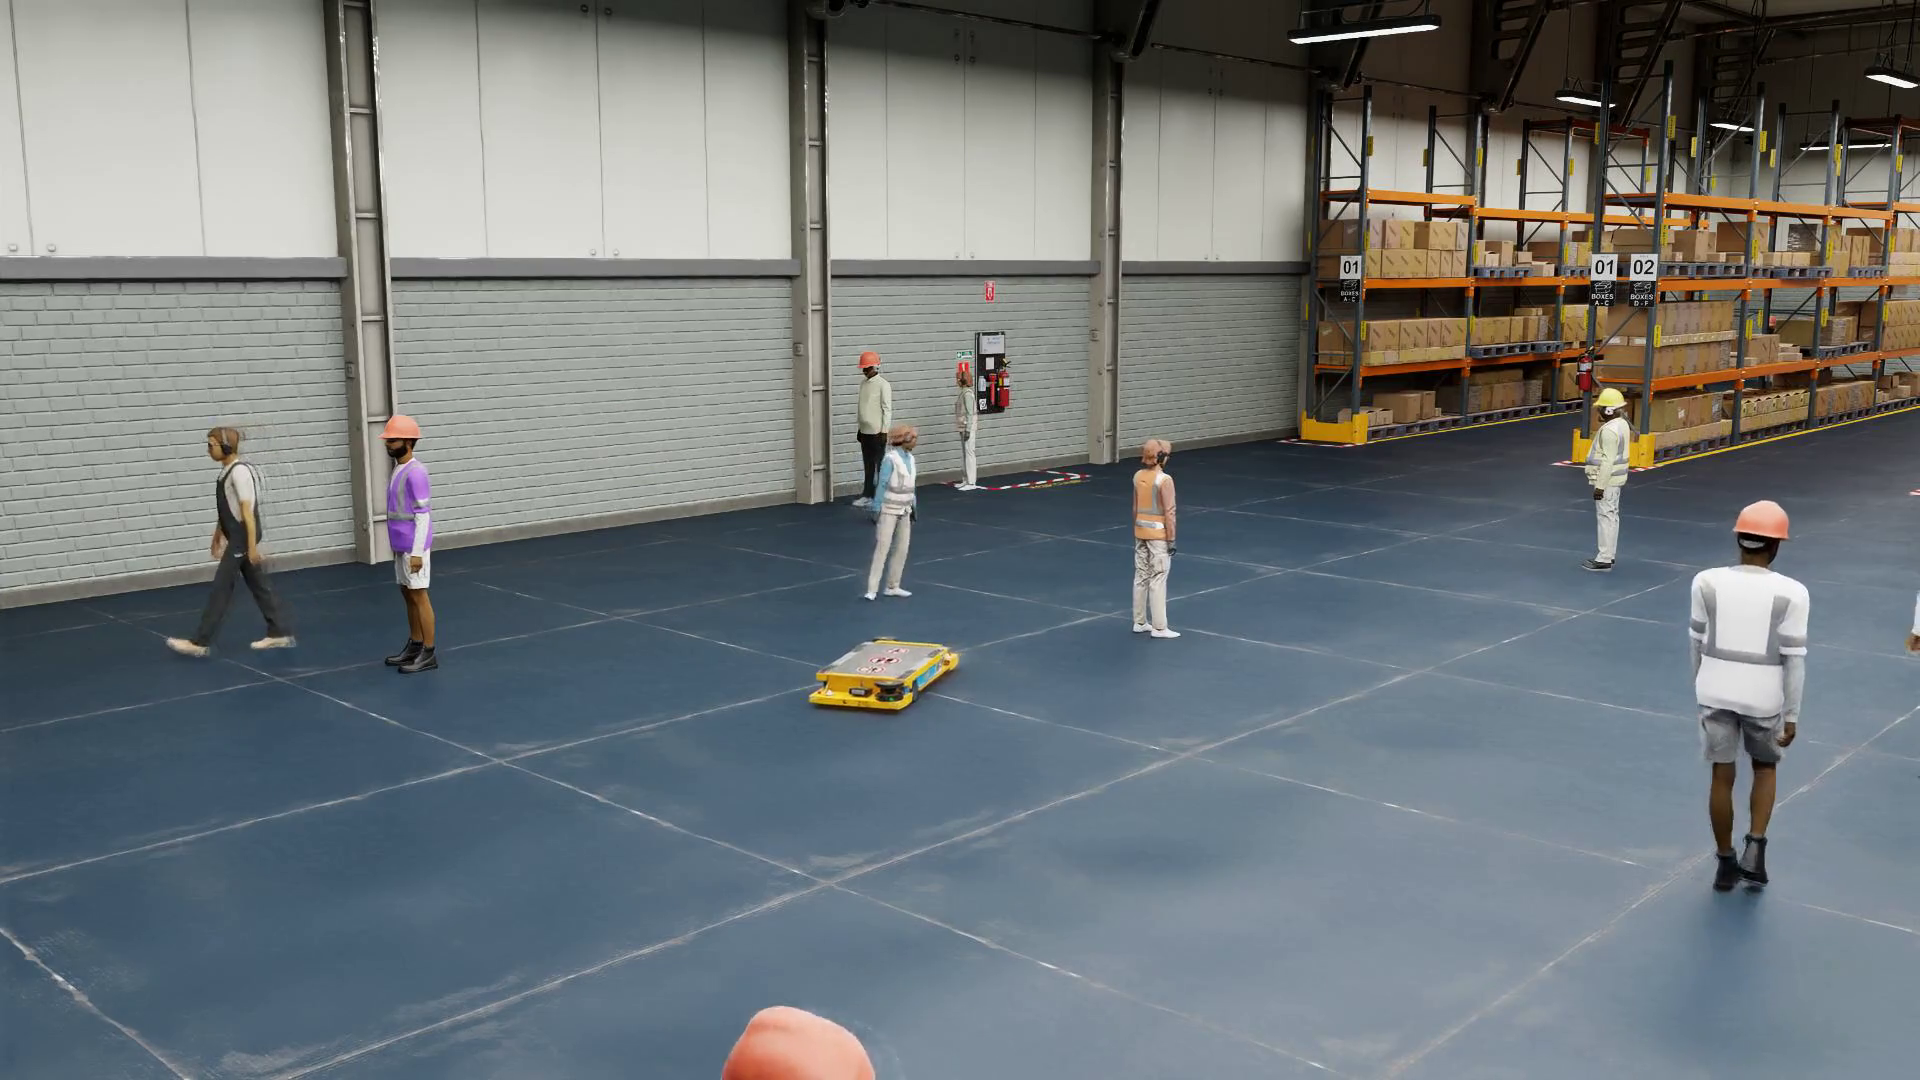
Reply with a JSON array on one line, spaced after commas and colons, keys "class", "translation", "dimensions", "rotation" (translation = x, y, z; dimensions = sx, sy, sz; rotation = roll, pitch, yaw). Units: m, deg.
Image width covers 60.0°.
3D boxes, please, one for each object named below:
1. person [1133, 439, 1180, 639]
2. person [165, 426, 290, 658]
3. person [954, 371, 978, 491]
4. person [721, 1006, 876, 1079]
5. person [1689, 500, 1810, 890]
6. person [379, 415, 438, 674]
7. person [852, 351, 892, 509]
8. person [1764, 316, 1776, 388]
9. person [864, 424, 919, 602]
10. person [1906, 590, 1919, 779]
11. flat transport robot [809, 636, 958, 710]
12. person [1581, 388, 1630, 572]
[{"class": "person", "translation": [1.600, -0.009, 13.649], "dimensions": [0.318, 1.637, 0.524], "rotation": [-5, 11, -29]}, {"class": "person", "translation": [-5.751, 0.016, 12.972], "dimensions": [0.946, 1.796, 0.543], "rotation": [-5, 11, -29]}, {"class": "person", "translation": [0.087, -1.488, 22.655], "dimensions": [0.314, 1.637, 0.514], "rotation": [-1, 9, -6]}, {"class": "person", "translation": [-0.112, 1.665, 2.664], "dimensions": [0.960, 1.903, 0.558], "rotation": [3, 10, 19]}, {"class": "person", "translation": [3.829, 0.758, 8.129], "dimensions": [0.536, 1.913, 0.450], "rotation": [6, 11, 33]}, {"class": "person", "translation": [-4.153, 0.026, 12.494], "dimensions": [0.344, 1.942, 0.551], "rotation": [-6, 11, -34]}, {"class": "person", "translation": [-1.110, -1.389, 20.980], "dimensions": [0.391, 1.988, 0.611], "rotation": [-7, 12, -38]}, {"class": "person", "translation": [16.663, -3.593, 34.301], "dimensions": [0.630, 2.027, 0.431], "rotation": [8, 12, 41]}, {"class": "person", "translation": [-0.623, -0.244, 15.152], "dimensions": [0.384, 1.605, 0.656], "rotation": [5, 11, 30]}, {"class": "person", "translation": [5.854, 0.553, 9.722], "dimensions": [0.888, 1.790, 0.600], "rotation": [-4, 10, -24]}, {"class": "flat transport robot", "translation": [-0.527, 0.942, 11.991], "dimensions": [0.652, 0.197, 1.431], "rotation": [3, 10, 16]}, {"class": "person", "translation": [6.466, -0.601, 16.651], "dimensions": [0.404, 1.833, 0.590], "rotation": [6, 11, 31]}]
